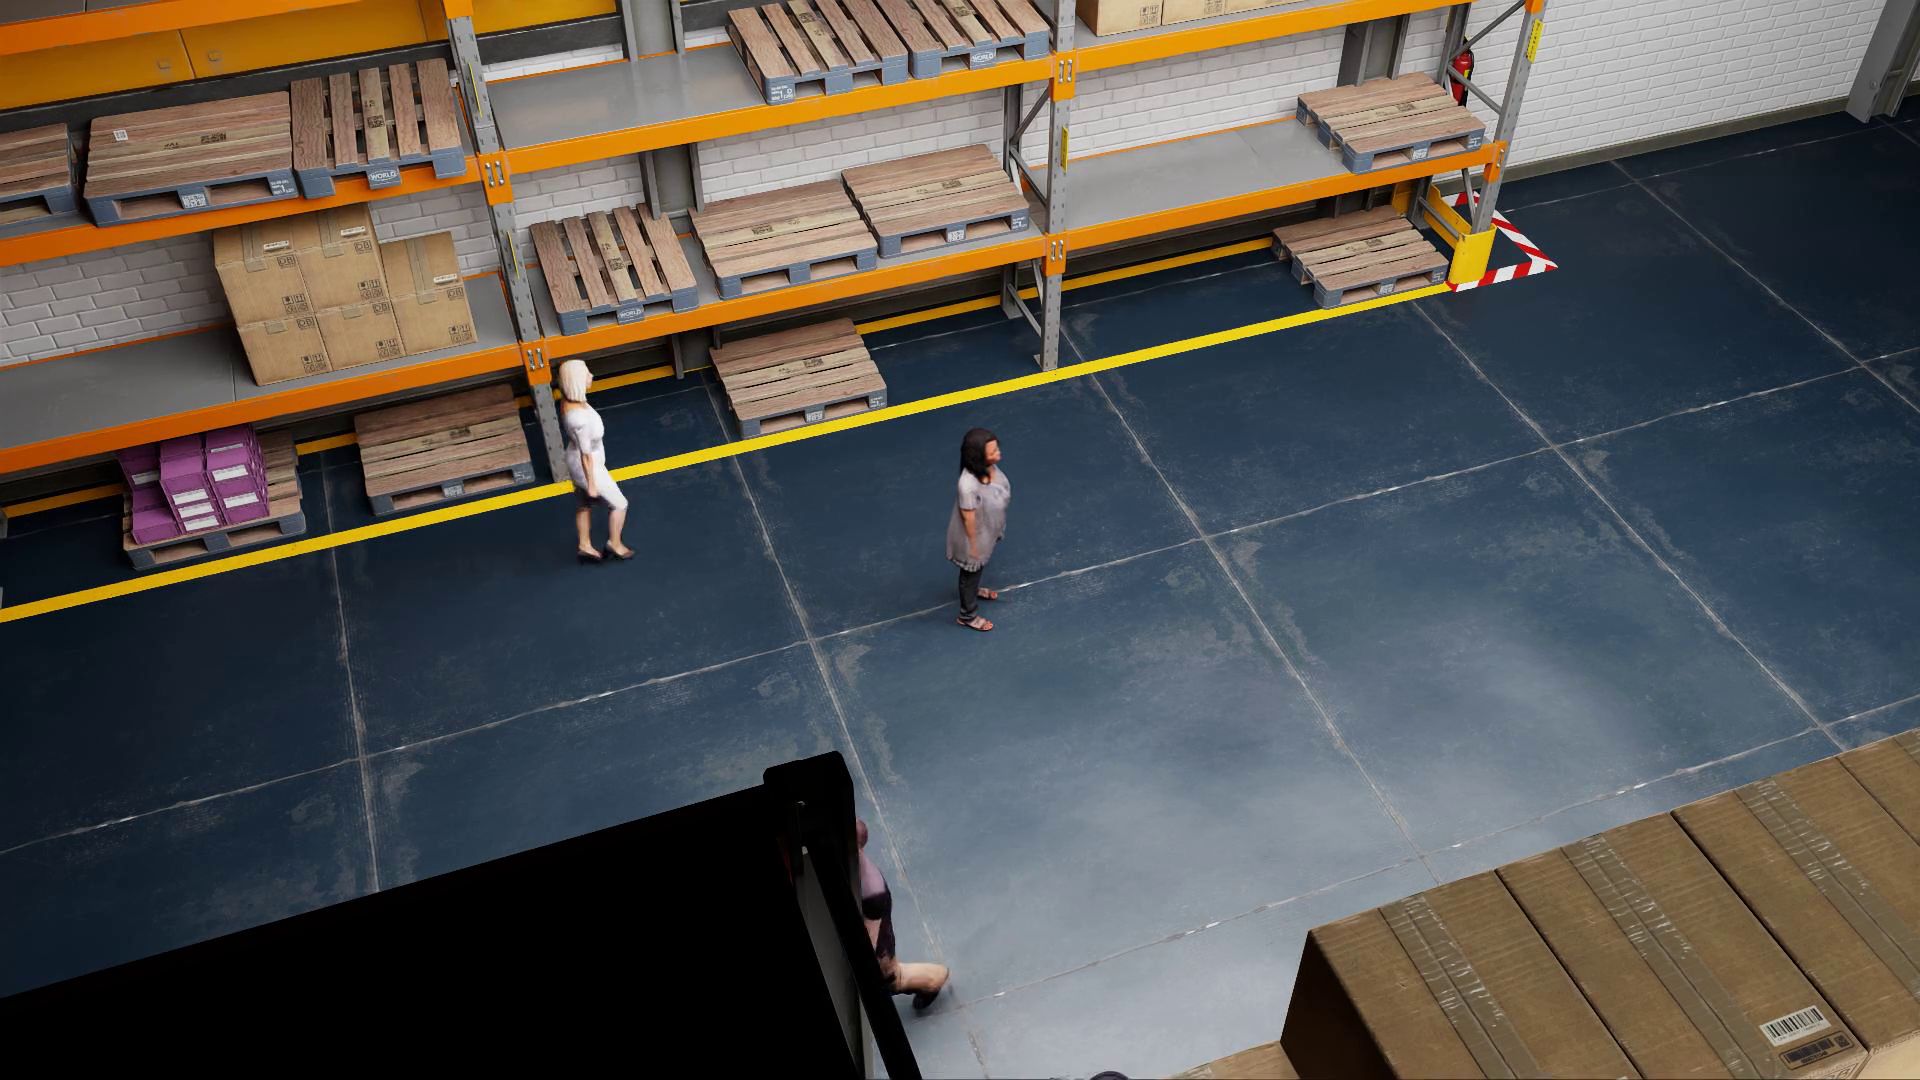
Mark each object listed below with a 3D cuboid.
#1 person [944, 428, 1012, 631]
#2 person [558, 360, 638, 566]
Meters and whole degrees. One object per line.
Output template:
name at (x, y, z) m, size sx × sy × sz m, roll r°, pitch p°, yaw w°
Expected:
person at (0.095, -0.105, 11.096) m, size 0.793 × 1.610 × 0.752 m, roll 5°, pitch 44°, yaw 5°
person at (-2.625, -0.468, 11.390) m, size 0.638 × 1.731 × 0.596 m, roll -18°, pitch 46°, yaw -18°
